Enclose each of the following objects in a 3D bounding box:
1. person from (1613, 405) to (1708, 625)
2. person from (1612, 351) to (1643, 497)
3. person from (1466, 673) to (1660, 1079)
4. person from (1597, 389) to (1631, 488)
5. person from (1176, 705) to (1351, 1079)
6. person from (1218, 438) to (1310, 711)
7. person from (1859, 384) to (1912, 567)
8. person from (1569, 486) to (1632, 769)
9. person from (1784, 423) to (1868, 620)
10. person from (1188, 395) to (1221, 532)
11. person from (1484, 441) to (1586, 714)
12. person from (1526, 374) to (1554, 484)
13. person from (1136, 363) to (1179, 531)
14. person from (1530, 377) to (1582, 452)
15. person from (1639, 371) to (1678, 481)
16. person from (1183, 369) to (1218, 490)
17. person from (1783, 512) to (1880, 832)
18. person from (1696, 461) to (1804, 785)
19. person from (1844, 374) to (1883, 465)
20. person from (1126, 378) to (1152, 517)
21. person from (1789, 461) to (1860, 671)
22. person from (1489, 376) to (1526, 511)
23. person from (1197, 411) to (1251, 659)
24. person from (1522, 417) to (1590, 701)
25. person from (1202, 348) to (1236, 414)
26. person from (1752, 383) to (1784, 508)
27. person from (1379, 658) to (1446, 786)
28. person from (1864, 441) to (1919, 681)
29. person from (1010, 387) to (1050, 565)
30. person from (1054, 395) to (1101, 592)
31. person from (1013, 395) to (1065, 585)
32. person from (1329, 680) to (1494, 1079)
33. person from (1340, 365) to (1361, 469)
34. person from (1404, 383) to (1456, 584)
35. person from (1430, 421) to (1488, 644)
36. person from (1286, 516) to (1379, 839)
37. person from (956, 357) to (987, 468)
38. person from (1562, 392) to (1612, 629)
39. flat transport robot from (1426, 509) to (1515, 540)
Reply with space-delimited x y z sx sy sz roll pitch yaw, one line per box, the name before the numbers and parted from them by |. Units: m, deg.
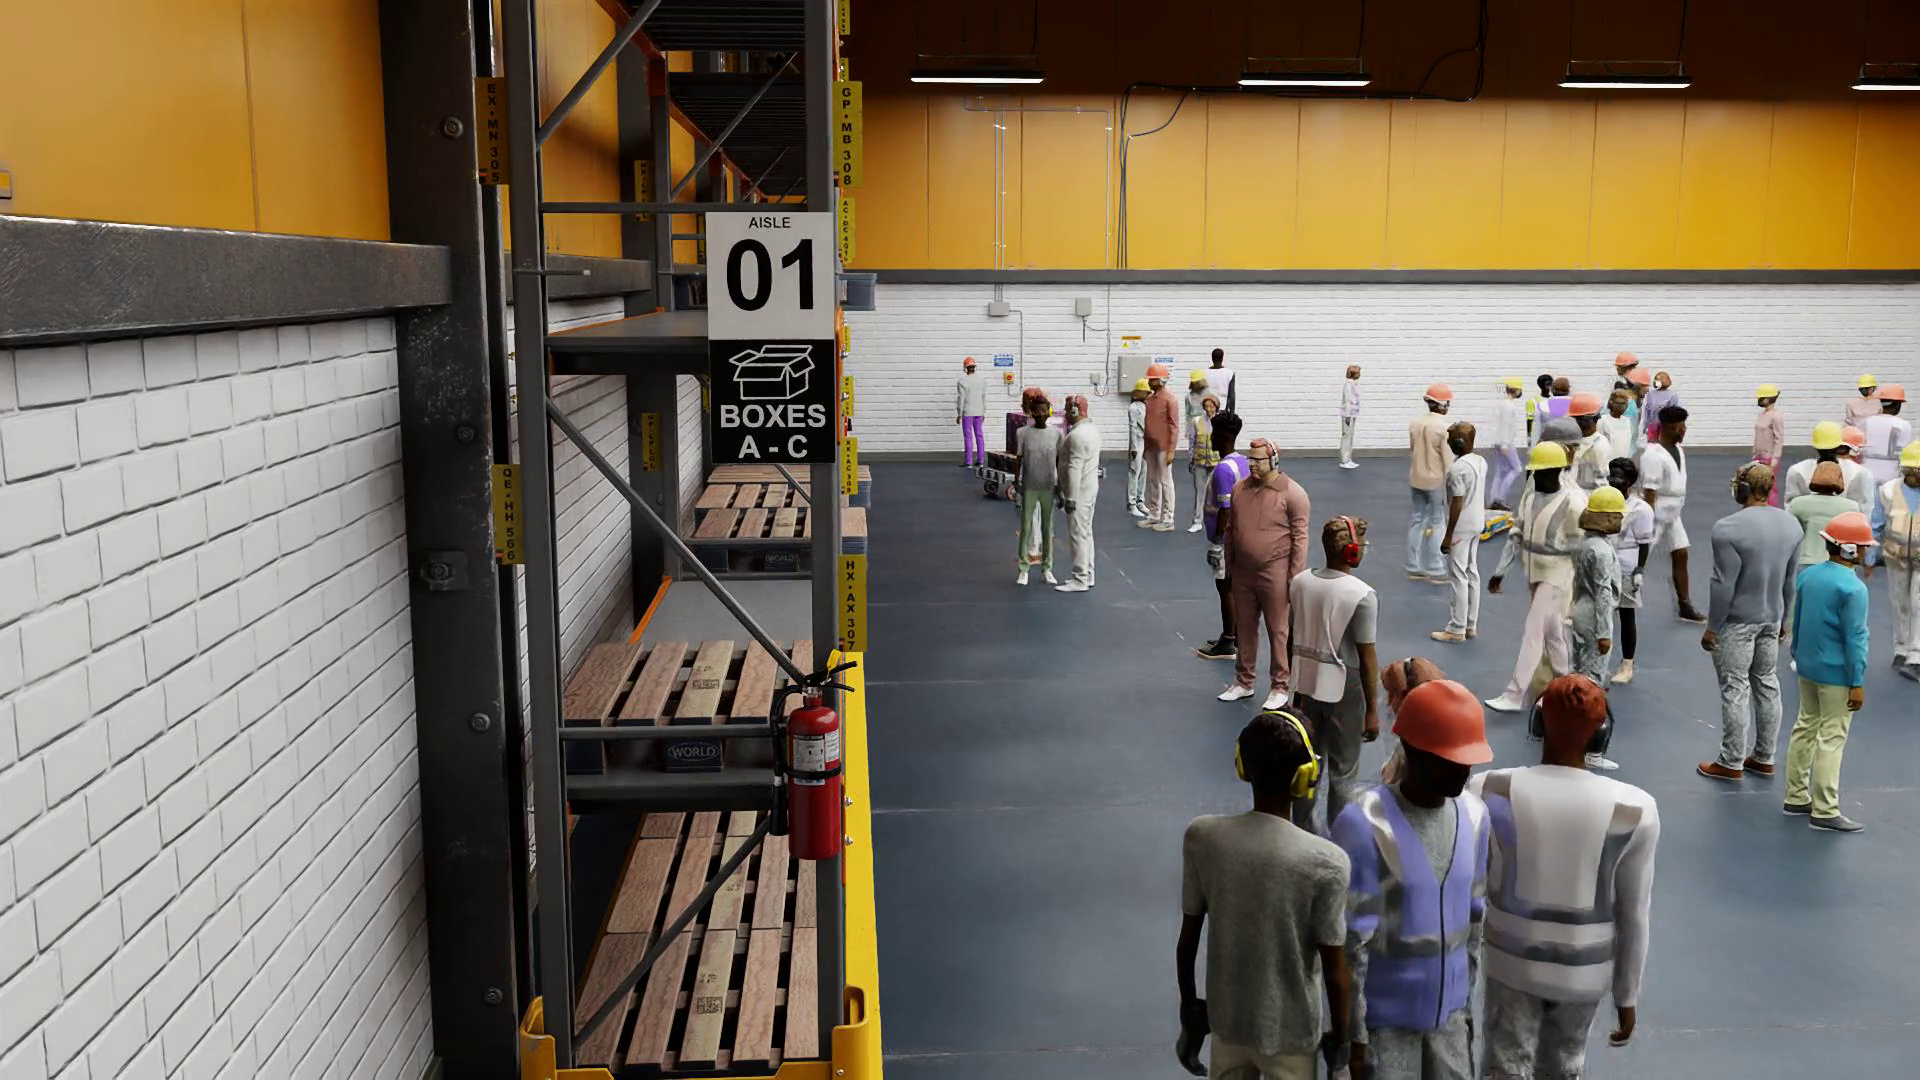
person | 6.132 -0.246 14.673 0.615 1.921 0.994 -7 12 -39
person | 8.776 -1.481 22.016 0.615 2.039 0.394 -7 12 -39
person | 1.768 1.322 5.029 0.593 1.860 0.842 3 9 17
person | 6.927 -0.692 17.691 0.516 1.838 0.333 -5 10 -29
person | 0.842 1.377 4.605 0.523 1.870 0.317 6 11 34
person | 2.109 0.234 11.667 0.652 1.906 0.403 9 12 43
person | 9.567 -0.652 17.178 0.430 1.922 0.560 -5 10 -29
person | 3.951 0.532 10.304 0.304 1.743 0.494 1 9 7
person | 6.898 -0.007 13.306 0.587 1.874 0.682 3 10 20
person | 2.932 -0.890 19.570 0.512 1.637 0.307 4 10 24
person | 3.948 0.264 11.522 0.898 1.886 0.600 -2 9 -14
person | 8.021 -1.439 22.877 0.542 1.679 0.335 -2 9 -10
person | 2.354 -1.104 19.792 0.397 1.992 0.623 -4 10 -26
person | 7.151 -1.041 19.927 0.639 1.827 0.473 2 9 12
person | 10.242 -1.651 24.361 0.280 1.633 0.500 -7 11 -37
person | 3.394 -1.557 23.465 0.513 1.720 0.421 6 11 31
person | 4.814 0.711 9.151 0.342 1.749 0.569 0 9 -3
person | 4.712 0.492 9.945 0.635 1.938 0.351 -3 10 -20
person | 11.775 -1.281 21.659 0.529 1.761 0.341 9 13 44
person | 2.290 -1.172 21.007 0.293 1.745 0.486 6 11 32
person | 6.552 0.211 12.666 0.501 1.631 0.283 7 11 37
person | 7.037 -1.235 21.378 0.437 1.740 0.538 2 9 12
person | 2.105 -0.038 13.187 0.368 1.966 0.603 4 10 23
person | 4.295 0.132 11.886 0.538 2.000 0.684 2 9 14
person | 3.964 -2.002 25.682 0.592 1.915 0.392 4 10 22
person | 9.546 -0.980 19.737 0.330 1.765 0.533 0 9 0
person | 1.705 1.237 6.204 0.314 1.640 0.515 3 10 19
person | 7.155 0.156 12.523 0.628 1.785 0.886 8 12 41
person | 0.746 -0.671 17.433 0.404 1.872 0.617 -2 9 -10
person | 1.133 -0.451 16.021 0.400 1.894 0.654 3 9 17
person | 0.776 -0.488 16.314 0.518 1.874 0.326 -1 9 -6
person | 1.279 1.314 4.847 0.543 1.916 0.604 -4 10 -25
person | 6.148 -1.941 26.195 0.312 1.633 0.515 4 10 25
person | 4.670 -0.559 16.426 0.407 1.988 0.619 -5 10 -27
person | 4.141 -0.065 13.750 0.342 1.843 0.507 8 12 41
person | 1.862 0.794 8.339 0.375 1.843 0.575 -6 11 -31
person | 0.165 -2.013 26.284 0.564 1.742 0.347 -6 11 -35
person | 5.352 -0.251 14.305 0.394 2.037 0.605 0 9 3
flat transport robot | 6.031 -0.206 19.542 0.652 0.197 1.431 6 11 34
